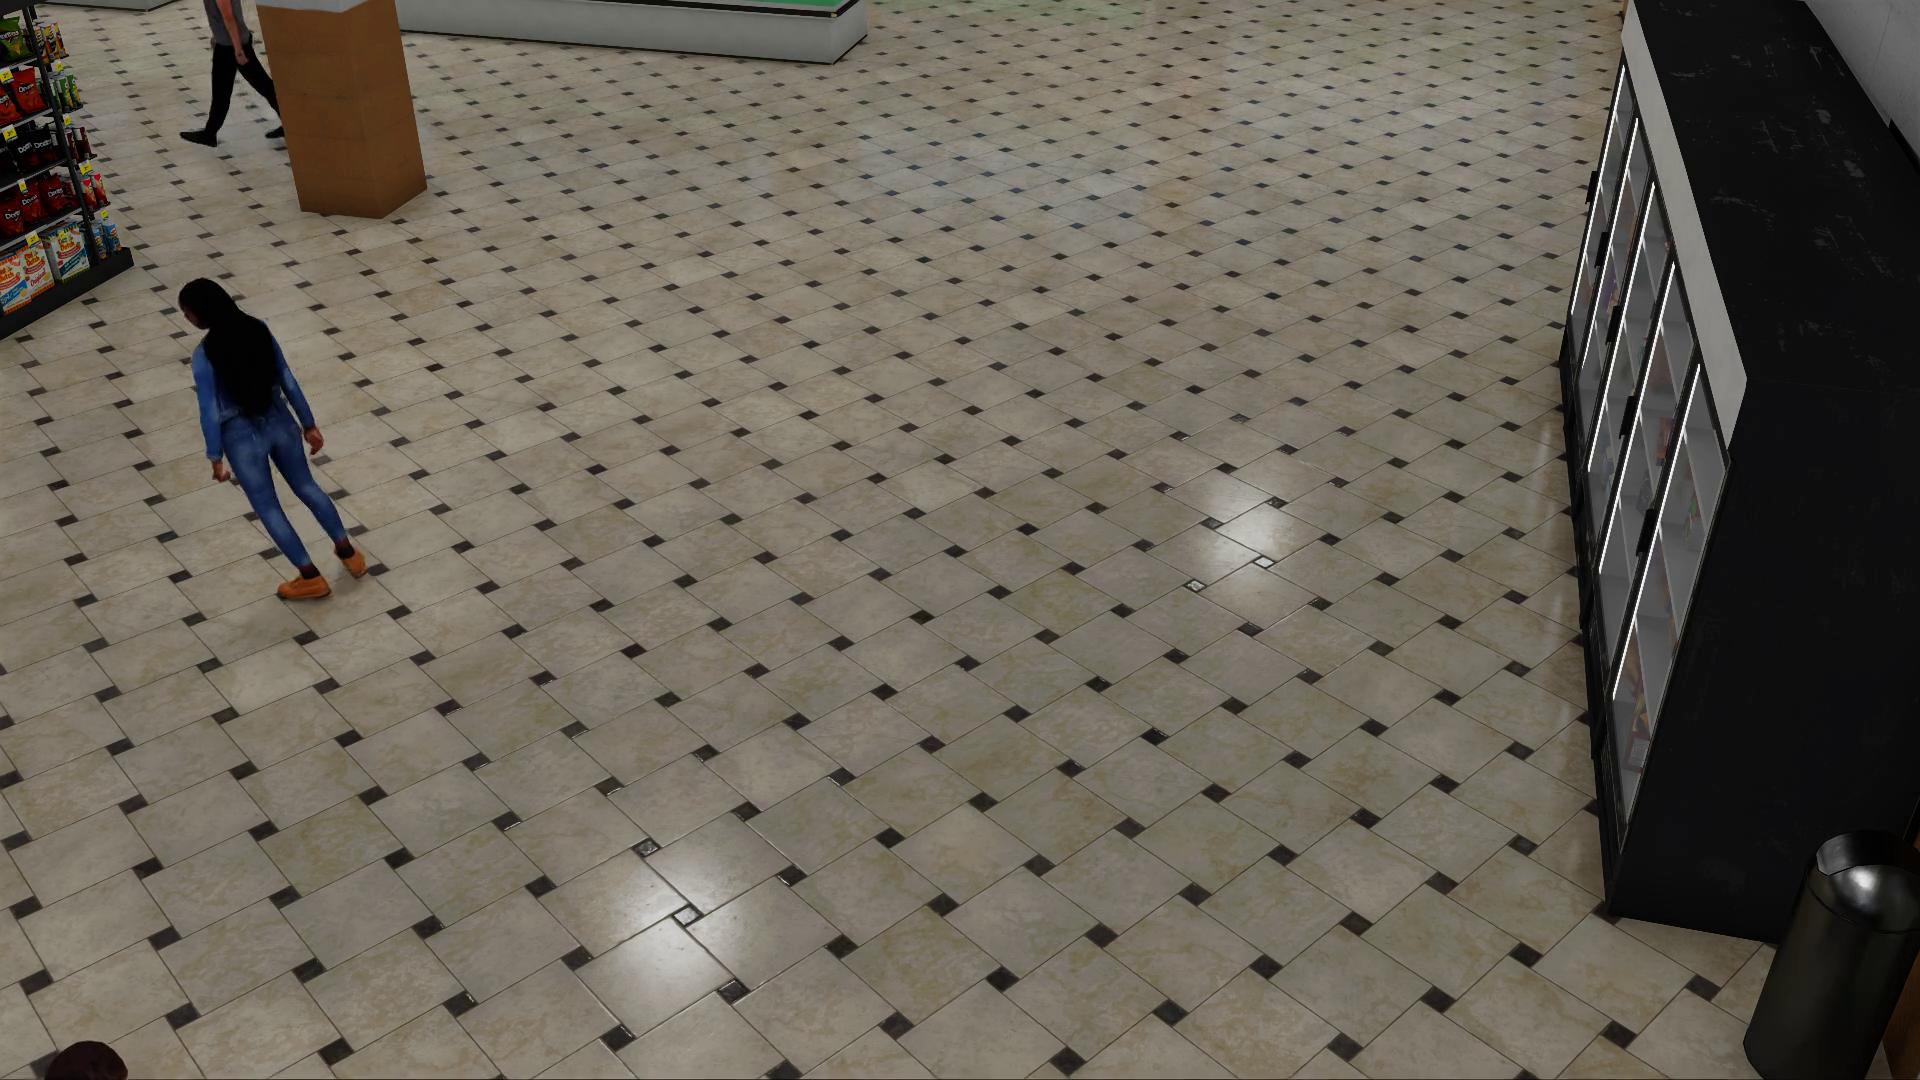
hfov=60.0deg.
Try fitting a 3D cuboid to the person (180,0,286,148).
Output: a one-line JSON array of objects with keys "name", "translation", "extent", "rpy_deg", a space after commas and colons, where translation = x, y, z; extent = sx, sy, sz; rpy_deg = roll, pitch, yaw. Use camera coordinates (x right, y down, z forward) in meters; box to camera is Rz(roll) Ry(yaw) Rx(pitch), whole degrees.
[{"name": "person", "translation": [-5.912, -4.095, 13.728], "extent": [1.247, 1.704, 0.994], "rpy_deg": [-7, 33, -11]}]

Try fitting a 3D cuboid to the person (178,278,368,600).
[{"name": "person", "translation": [-3.245, -0.453, 7.894], "extent": [0.733, 1.682, 0.823], "rpy_deg": [26, 40, 35]}]
